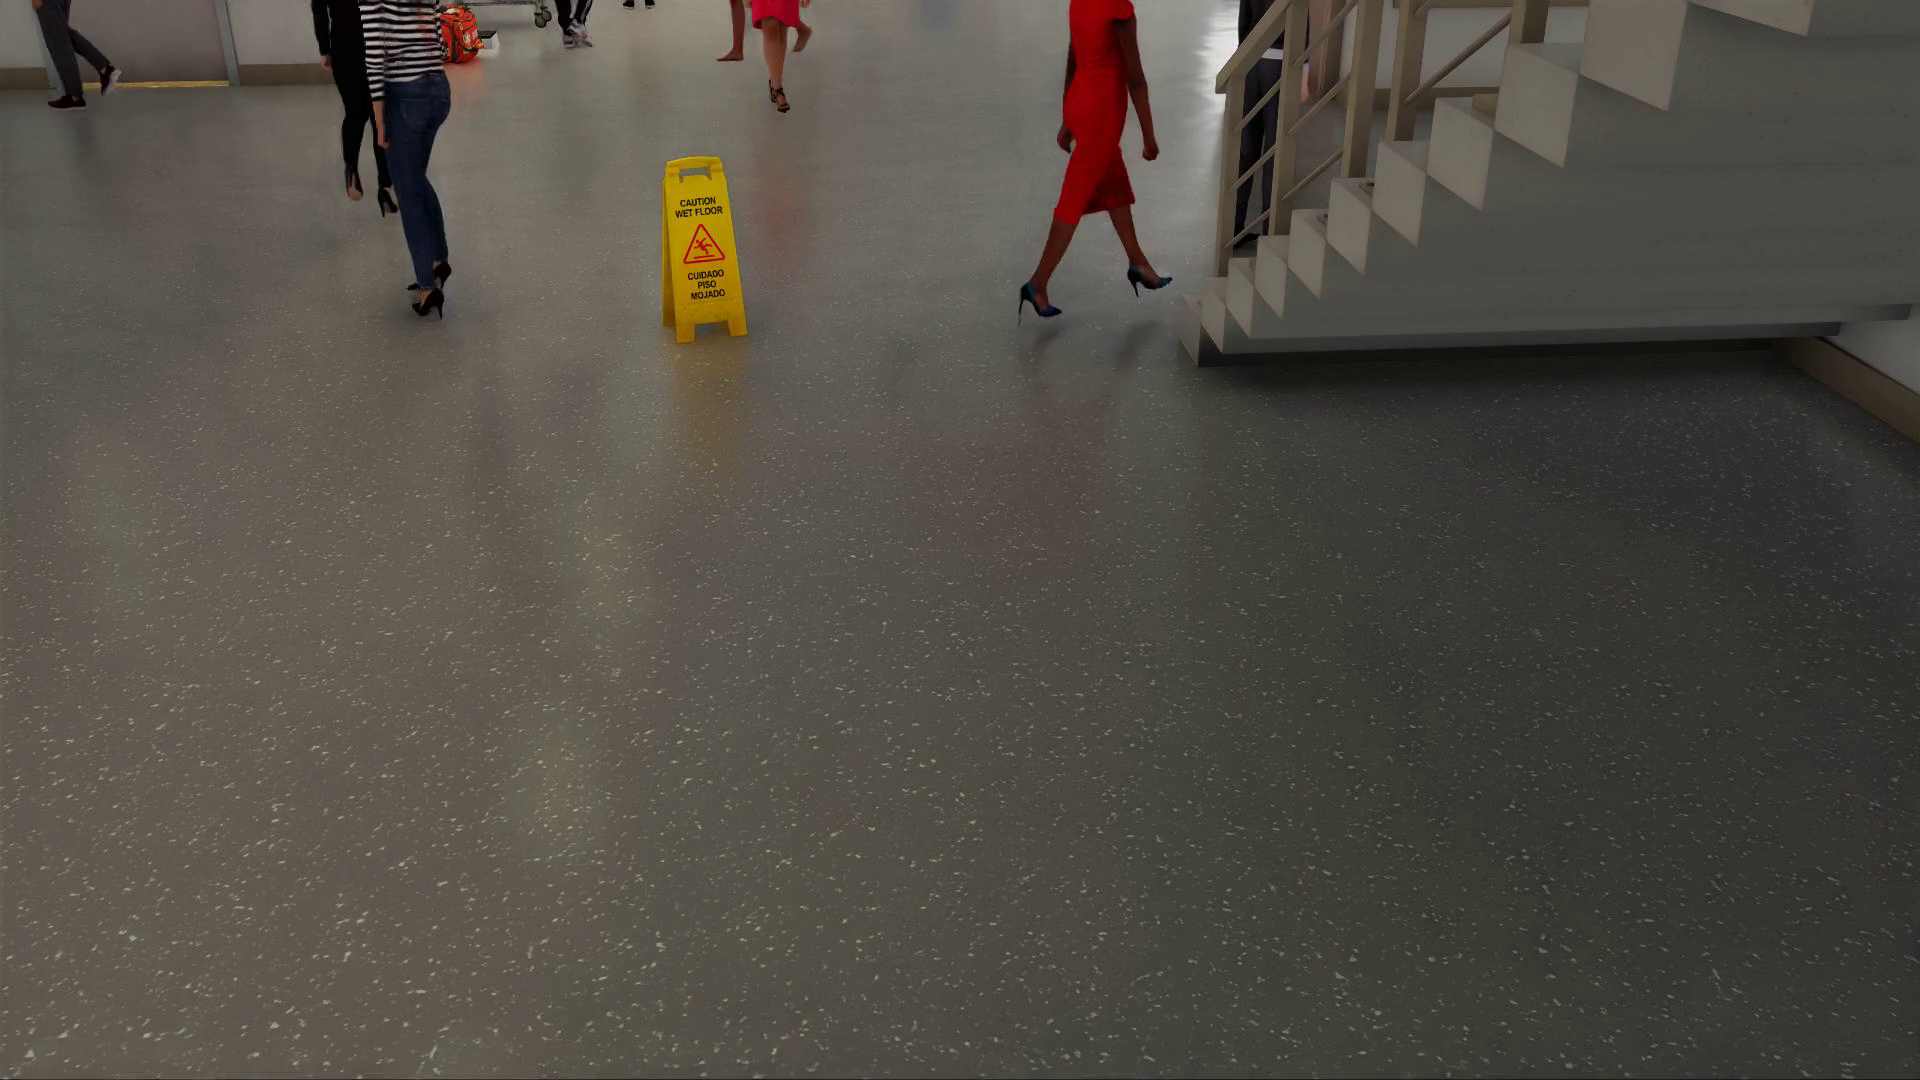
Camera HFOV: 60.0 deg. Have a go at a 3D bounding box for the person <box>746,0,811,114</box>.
[{"bbox_3d":[-1.309,-3.893,11.737,0.696,1.683,1.061,-6,26,-13],"label":"person"}]

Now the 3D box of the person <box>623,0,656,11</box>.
[{"bbox_3d":[-3.210,-5.977,16.331,0.579,1.445,0.576,-8,27,-16],"label":"person"}]

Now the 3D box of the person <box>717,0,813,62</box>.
[{"bbox_3d":[-1.605,-4.773,13.495,0.915,1.740,1.072,-13,29,-25],"label":"person"}]

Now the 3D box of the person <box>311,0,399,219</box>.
[{"bbox_3d":[-3.250,-2.580,8.989,0.637,1.703,0.733,1,26,2],"label":"person"}]

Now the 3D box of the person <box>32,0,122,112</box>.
[{"bbox_3d":[-6.300,-3.898,11.697,0.698,1.726,0.705,-1,26,-1],"label":"person"}]

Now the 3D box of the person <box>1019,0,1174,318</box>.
[{"bbox_3d":[0.531,-1.779,7.340,0.942,1.694,1.104,-13,29,-25],"label":"person"}]

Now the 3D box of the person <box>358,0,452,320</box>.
[{"bbox_3d":[-2.410,-1.893,7.487,0.768,1.771,0.685,8,27,16],"label":"person"}]

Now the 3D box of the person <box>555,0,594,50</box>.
[{"bbox_3d":[-3.353,-5.074,14.030,0.752,1.817,0.748,3,26,7],"label":"person"}]

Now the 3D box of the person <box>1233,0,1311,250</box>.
[{"bbox_3d":[1.560,-2.332,8.387,0.716,1.780,0.620,-19,32,-35],"label":"person"}]
